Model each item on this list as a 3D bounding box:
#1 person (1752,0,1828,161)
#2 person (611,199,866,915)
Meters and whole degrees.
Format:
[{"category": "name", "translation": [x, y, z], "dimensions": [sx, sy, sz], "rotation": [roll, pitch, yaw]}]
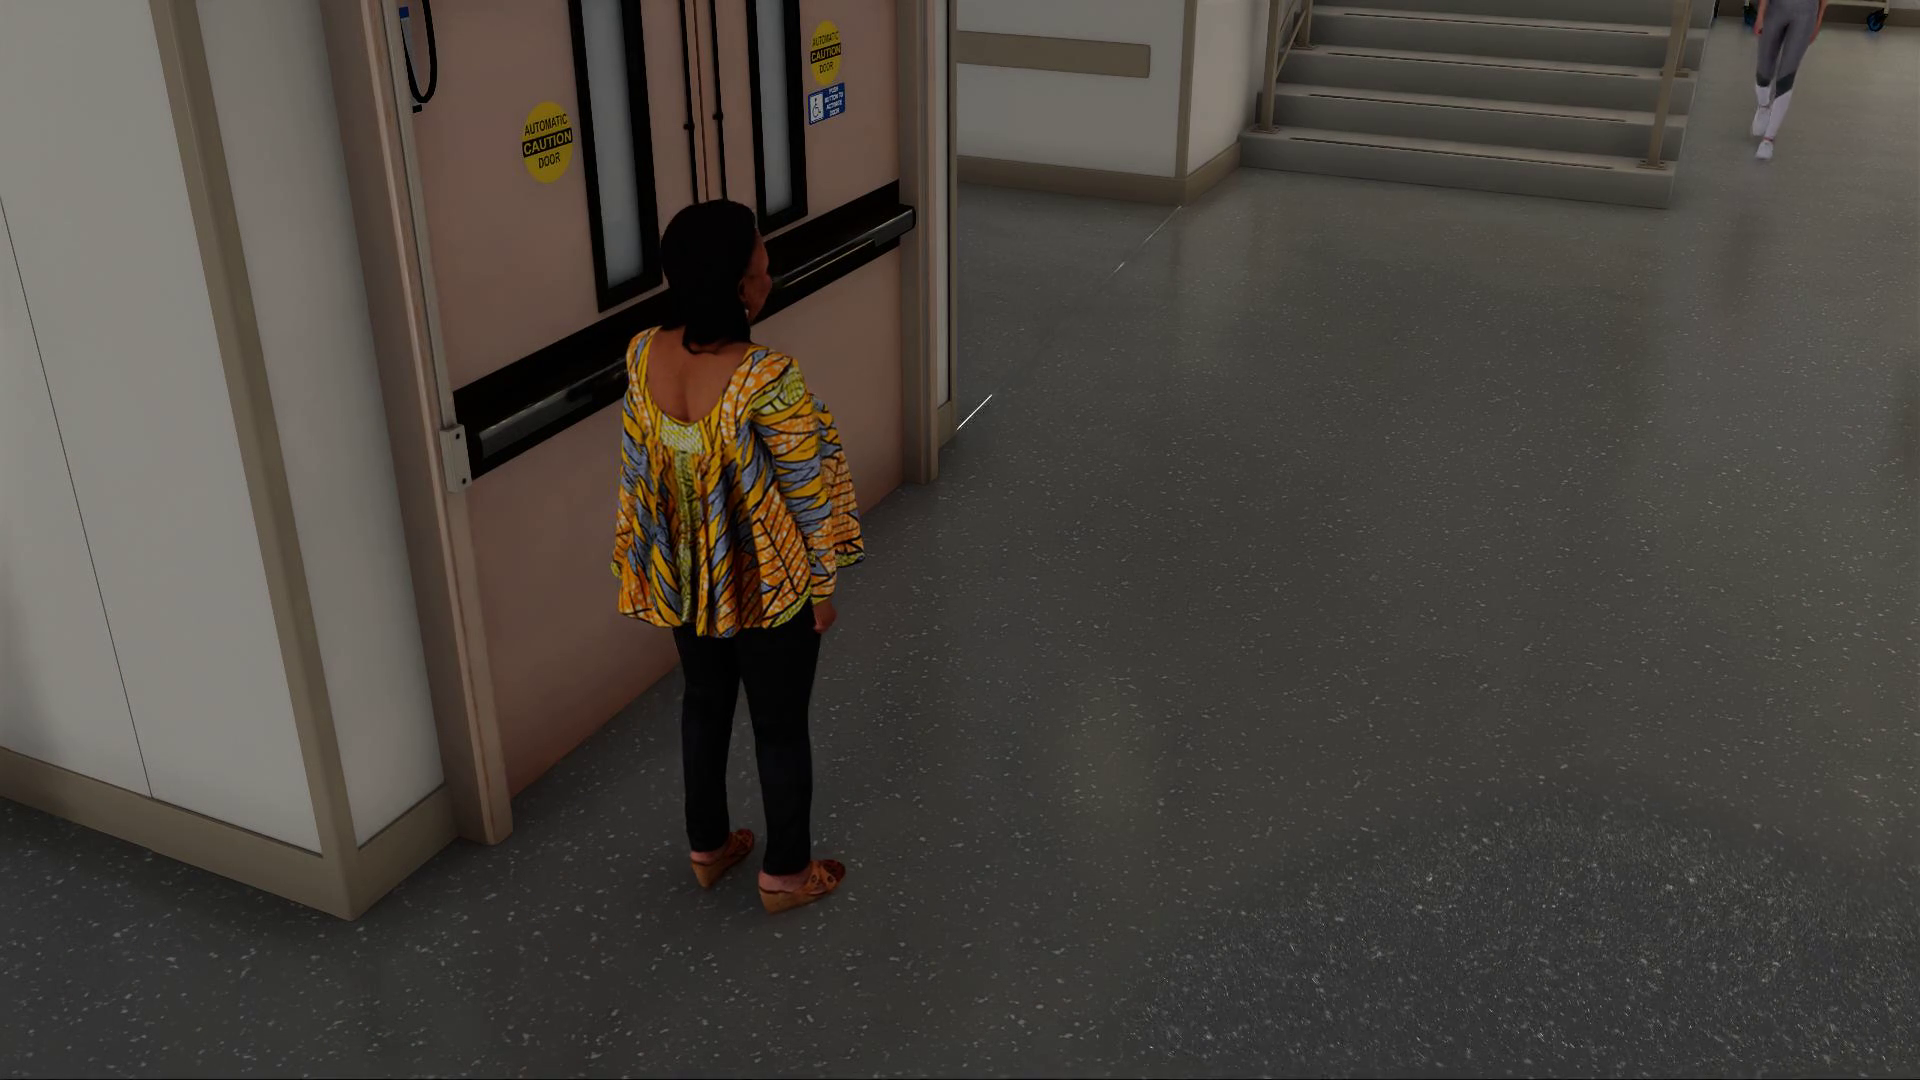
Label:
[{"category": "person", "translation": [5.328, -3.344, 10.708], "dimensions": [0.601, 1.678, 1.098], "rotation": [14, 29, 26]}, {"category": "person", "translation": [-0.488, 0.077, 3.639], "dimensions": [0.744, 1.655, 0.778], "rotation": [15, 30, 29]}]
